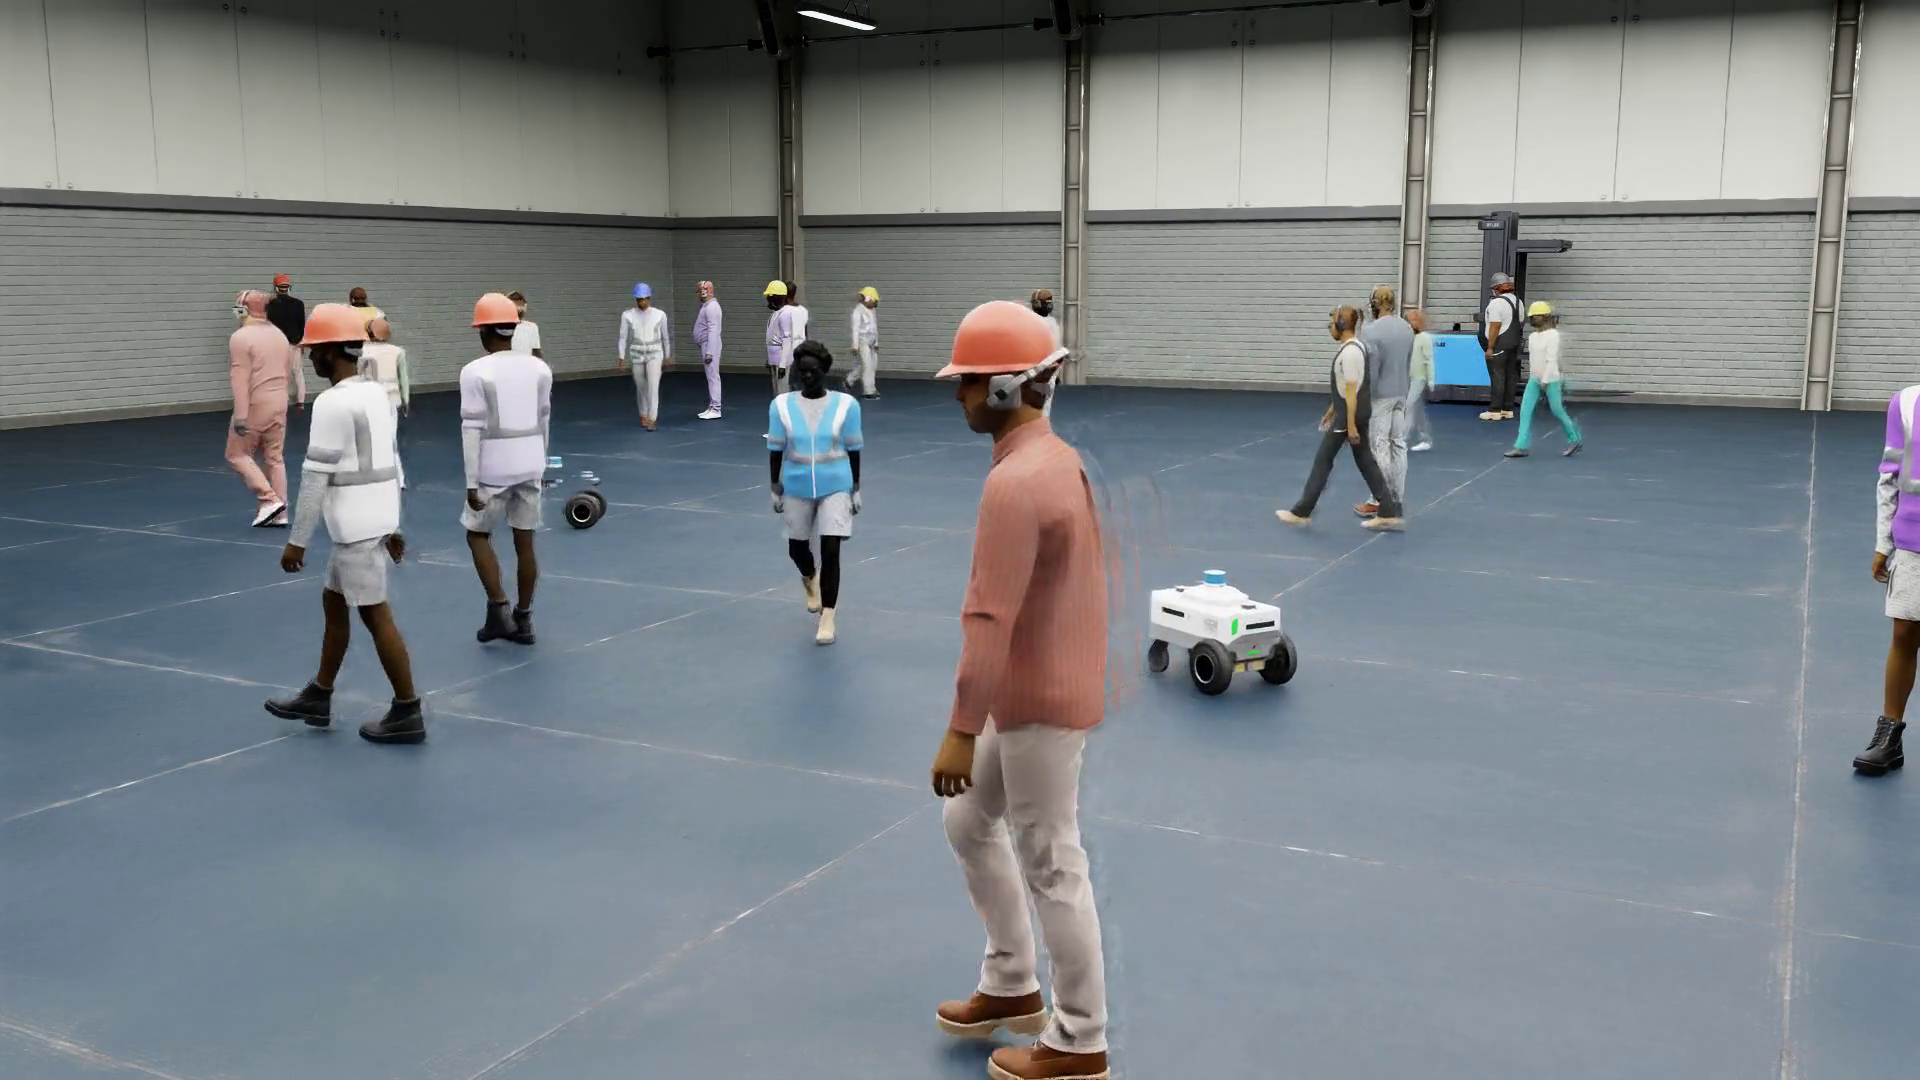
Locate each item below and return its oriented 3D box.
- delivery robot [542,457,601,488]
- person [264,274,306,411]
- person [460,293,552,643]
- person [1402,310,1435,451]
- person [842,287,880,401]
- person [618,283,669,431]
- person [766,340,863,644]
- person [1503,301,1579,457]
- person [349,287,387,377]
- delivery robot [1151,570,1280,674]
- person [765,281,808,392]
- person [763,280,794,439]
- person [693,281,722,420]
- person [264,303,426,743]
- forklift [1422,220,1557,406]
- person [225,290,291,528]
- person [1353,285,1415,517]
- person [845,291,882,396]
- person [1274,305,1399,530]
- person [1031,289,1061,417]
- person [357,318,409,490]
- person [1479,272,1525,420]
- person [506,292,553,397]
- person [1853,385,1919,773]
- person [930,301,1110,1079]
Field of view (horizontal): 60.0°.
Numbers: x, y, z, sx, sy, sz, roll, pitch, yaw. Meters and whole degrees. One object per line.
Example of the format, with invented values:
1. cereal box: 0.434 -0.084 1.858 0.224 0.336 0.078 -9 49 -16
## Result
1. delivery robot: -3.272 -0.557 13.467 0.698 0.223 0.335 -1 9 -4
2. person: -9.927 -2.907 24.486 0.382 1.993 0.622 8 12 40
3. person: -2.487 -0.383 9.120 0.570 1.927 0.410 -8 12 -42
4. person: 5.056 -1.792 18.813 0.805 1.592 0.517 -4 10 -24
5. person: -1.581 -3.134 26.491 0.666 1.797 0.617 3 10 17
6. person: -4.116 -2.399 21.687 0.635 1.902 0.993 -1 9 -4
7. person: -0.801 -0.296 9.370 0.542 1.680 0.651 1 9 4
8. person: 6.477 -1.778 18.352 0.911 1.721 0.525 -4 10 -23
9. person: -7.623 -2.301 21.247 0.430 1.837 0.619 9 13 43
10. delivery robot: 1.281 0.396 8.385 0.477 0.478 0.707 -5 11 -30
11. person: -2.194 -2.363 21.389 0.448 1.911 0.612 5 10 26
12. person: -2.199 -2.168 20.137 0.369 1.927 0.587 -3 10 -20
13. person: -3.497 -2.631 23.074 0.404 1.903 0.636 -1 9 -8
14. person: -2.757 -0.060 7.231 0.892 1.903 0.548 0 9 2
15. forklift: 8.245 -3.527 25.720 1.873 2.768 1.129 5 10 27
16. person: -5.589 -1.030 13.227 0.418 1.890 0.670 2 9 14
17. person: 3.542 -1.162 13.923 0.628 1.931 0.374 -8 12 -41
18. person: -1.567 -3.232 27.246 0.576 1.743 0.535 5 11 30
19. person: 3.064 -0.966 13.211 0.964 1.785 0.495 5 10 28
20. person: 0.912 -1.859 18.495 0.429 1.844 0.627 6 11 32
21. person: -5.506 -1.280 15.669 0.848 1.596 0.515 6 11 35
22. person: 7.467 -2.679 23.072 0.676 2.000 0.536 -7 12 -38
23. person: -4.446 -1.605 16.960 0.536 1.823 0.946 -8 12 -41
24. person: 3.934 0.015 6.639 0.375 1.939 0.546 -8 12 -42
25. person: 0.109 0.404 4.148 0.645 1.972 0.636 1 9 8
